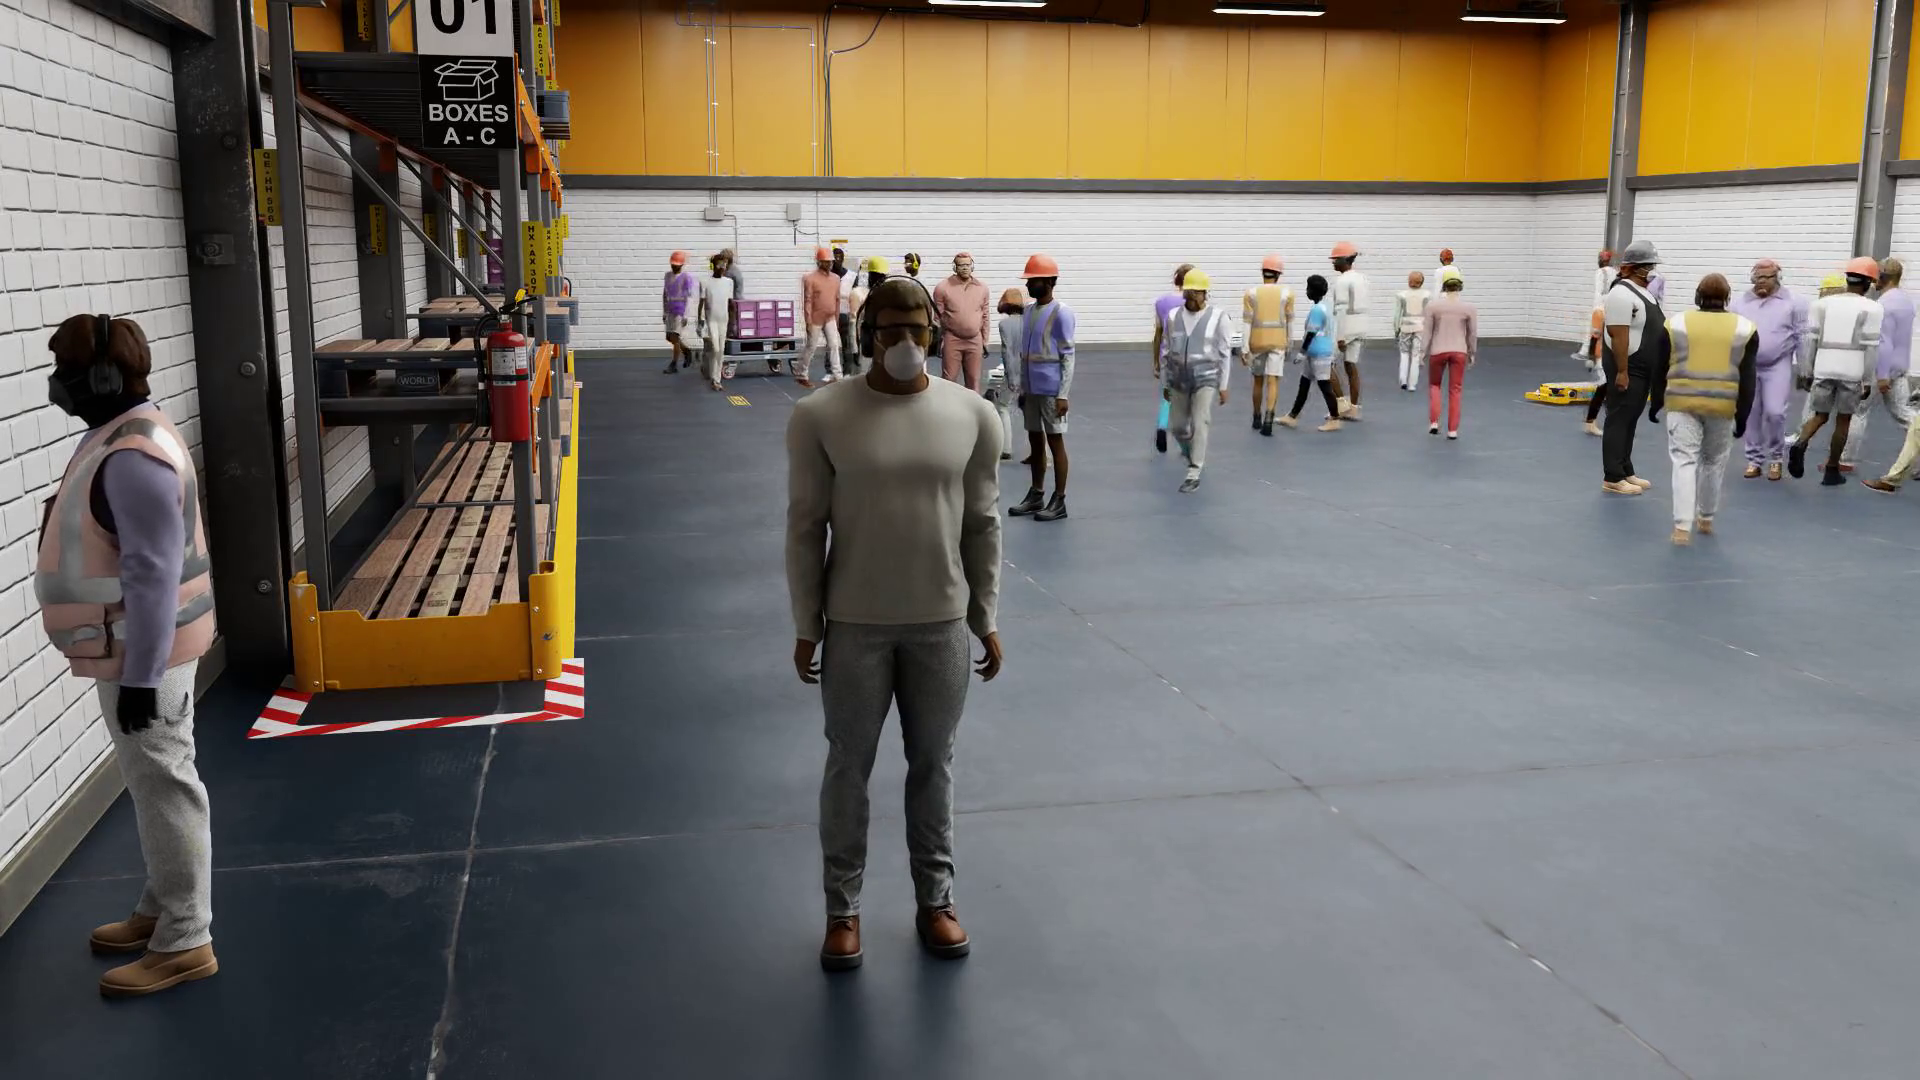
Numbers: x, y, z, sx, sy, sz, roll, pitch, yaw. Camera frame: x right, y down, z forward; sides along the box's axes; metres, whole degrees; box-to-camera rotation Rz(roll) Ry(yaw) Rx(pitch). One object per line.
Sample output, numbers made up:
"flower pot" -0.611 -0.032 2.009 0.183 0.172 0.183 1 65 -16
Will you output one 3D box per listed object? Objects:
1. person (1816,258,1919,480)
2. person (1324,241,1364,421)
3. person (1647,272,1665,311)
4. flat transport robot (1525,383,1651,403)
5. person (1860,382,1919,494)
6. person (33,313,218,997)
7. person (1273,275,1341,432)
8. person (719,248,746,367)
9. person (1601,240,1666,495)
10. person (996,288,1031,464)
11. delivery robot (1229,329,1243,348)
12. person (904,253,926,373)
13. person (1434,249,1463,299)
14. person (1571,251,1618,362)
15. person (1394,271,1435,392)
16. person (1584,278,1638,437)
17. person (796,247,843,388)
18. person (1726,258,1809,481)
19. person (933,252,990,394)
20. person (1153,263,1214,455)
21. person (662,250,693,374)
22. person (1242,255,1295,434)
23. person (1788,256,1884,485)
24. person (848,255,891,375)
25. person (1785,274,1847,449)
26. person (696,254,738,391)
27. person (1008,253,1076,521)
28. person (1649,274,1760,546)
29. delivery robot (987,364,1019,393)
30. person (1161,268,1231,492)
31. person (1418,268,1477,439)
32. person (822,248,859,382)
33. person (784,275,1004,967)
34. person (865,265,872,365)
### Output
"person" 7.975 -1.453 14.189 0.627 1.901 0.996 -8 13 -38
"person" 4.312 -2.328 18.663 0.487 2.026 0.632 8 13 38
"person" 9.769 -3.213 23.829 0.594 1.922 0.386 1 10 7
"flat transport robot" 7.928 -1.858 20.903 1.431 0.197 0.652 -2 10 -12
"person" 7.627 -1.116 13.115 0.849 1.591 0.500 9 14 41
"person" -2.266 0.309 4.545 0.430 1.845 0.619 -5 12 -27
"person" 3.728 -1.976 17.682 0.759 1.655 0.542 3 11 14
"person" -3.568 -3.639 26.216 0.562 1.911 0.675 -7 12 -32
"person" 5.482 -1.400 13.461 0.537 2.000 0.678 7 12 33
"person" 0.524 -1.481 15.140 0.664 1.591 0.518 9 14 42
"delivery robot" 4.616 -3.495 28.930 0.707 0.478 0.477 -3 11 -19
"person" -0.625 -2.996 22.814 0.317 1.860 0.507 -3 11 -16
"person" 8.207 -3.964 28.099 0.573 1.886 0.353 -5 11 -26
"person" 10.648 -3.888 27.775 0.619 1.846 0.876 -7 12 -33
"person" 6.147 -2.819 22.475 0.531 1.619 0.502 4 11 21
"person" 6.710 -1.842 16.988 0.544 1.645 0.850 -6 12 -29
"person" -1.896 -3.009 22.671 0.650 1.944 0.980 -9 14 -41
"person" 6.841 -1.450 14.193 0.670 1.884 0.541 8 13 39
"person" 0.032 -2.127 17.866 0.643 1.908 0.410 -3 11 -18
"person" 2.077 -1.682 15.624 0.578 1.826 0.622 5 11 25
"person" -4.268 -3.490 25.494 0.586 1.889 0.642 8 13 37
"person" 3.263 -2.065 17.603 0.542 1.895 0.931 2 10 11
"person" 7.206 -1.369 13.678 0.694 1.903 0.589 -8 13 -39
"person" -0.931 -2.025 17.365 0.596 1.891 0.939 -6 12 -29
"person" 8.422 -1.725 16.183 0.808 1.700 0.505 10 14 43
"person" -3.252 -2.916 22.385 0.559 1.849 0.563 -7 12 -34
"person" 0.600 -1.106 12.117 0.375 1.939 0.546 -7 12 -33
"person" 5.038 -0.895 11.334 0.643 1.797 0.949 4 11 19
"delivery robot" 0.617 -2.056 20.958 0.477 0.478 0.707 4 11 23
"person" 1.936 -1.316 13.625 0.598 1.814 0.628 5 12 27
"person" 5.023 -1.916 17.145 0.594 1.739 0.554 2 10 11
"person" -1.758 -3.243 24.013 0.593 1.920 0.391 1 10 7
"person" -0.177 0.233 4.695 0.627 1.940 0.372 -2 10 -12
"person" -1.074 -2.586 20.731 0.612 1.782 0.918 -9 14 -41
